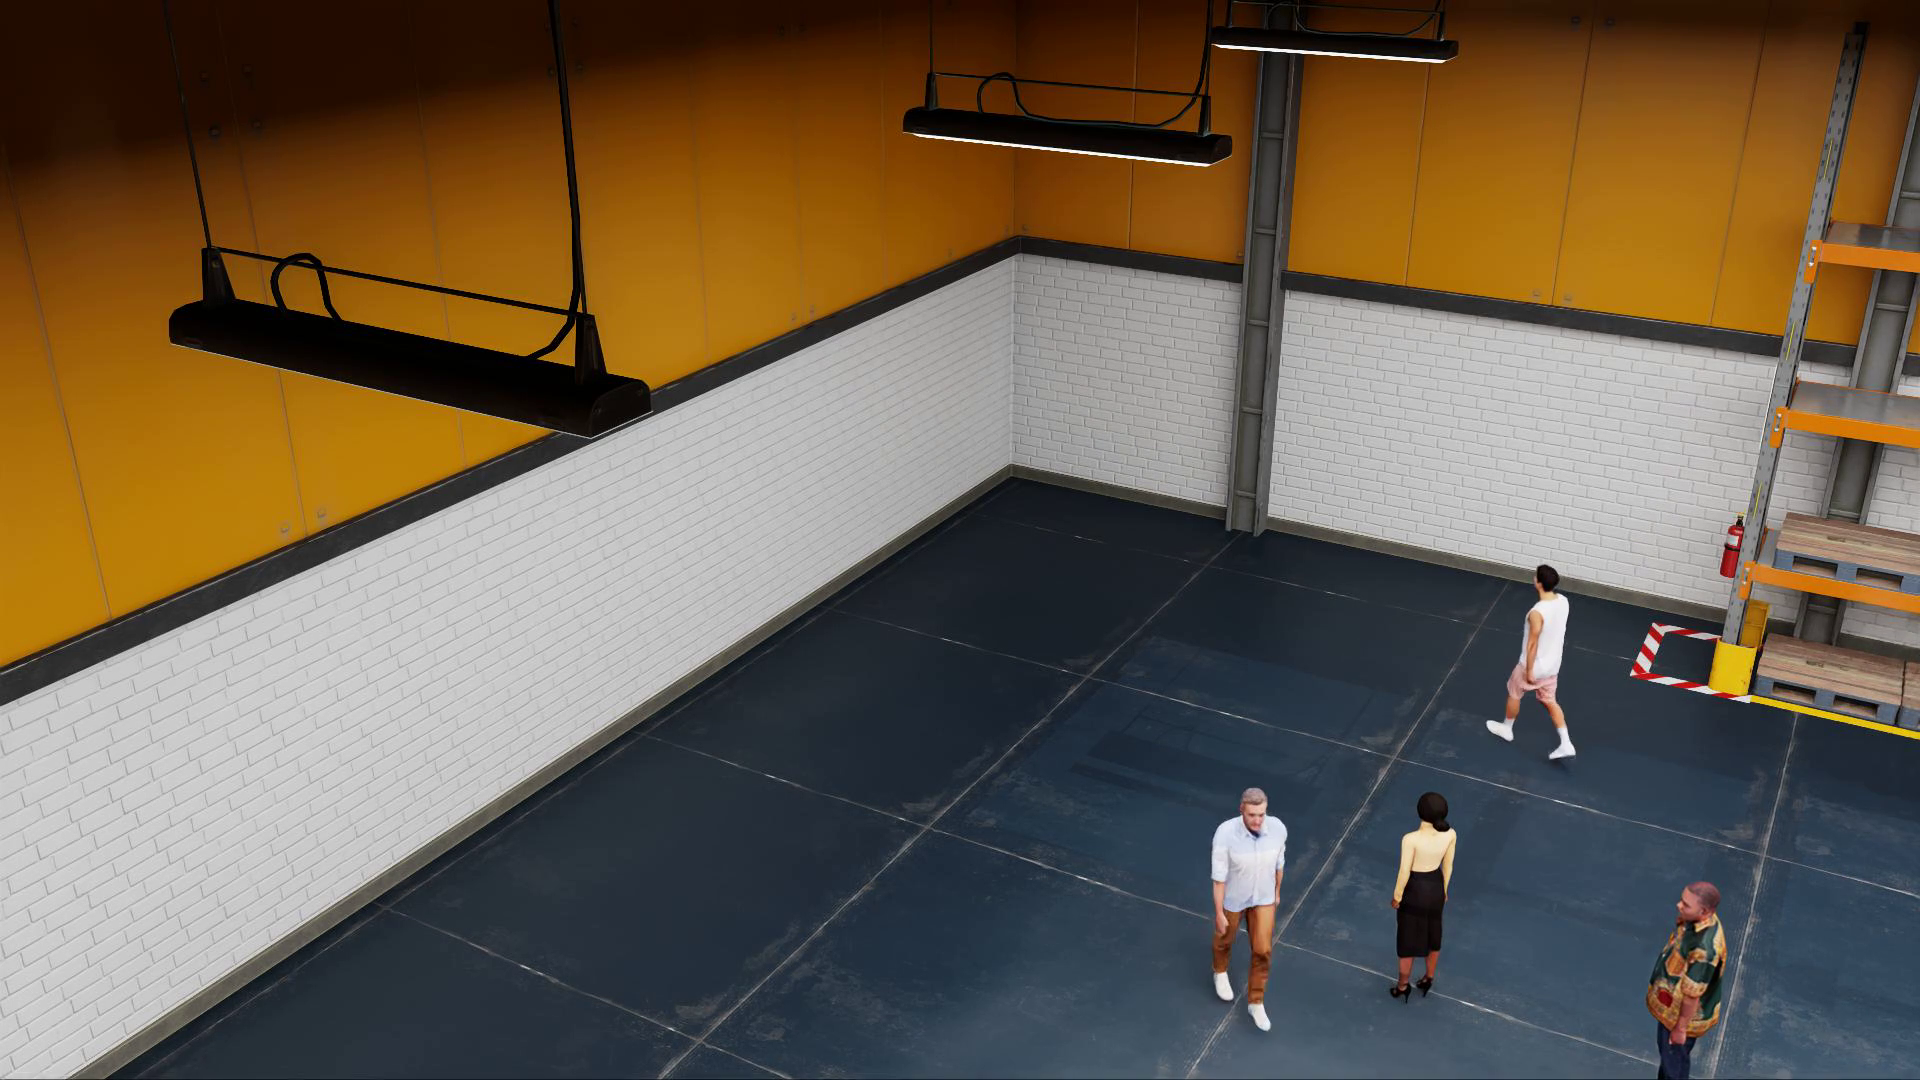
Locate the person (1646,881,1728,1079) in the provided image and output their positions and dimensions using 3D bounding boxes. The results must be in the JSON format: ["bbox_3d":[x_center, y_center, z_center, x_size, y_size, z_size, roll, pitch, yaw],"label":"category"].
[{"bbox_3d":[4.468,2.861,10.255,0.750,1.806,0.758,6,24,13],"label":"person"}]

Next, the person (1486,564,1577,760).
[{"bbox_3d":[5.086,1.085,14.375,0.997,1.760,1.219,-13,27,-27],"label":"person"}]

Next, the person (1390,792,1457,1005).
[{"bbox_3d":[3.165,2.445,11.398,0.657,1.653,0.718,-6,24,-14],"label":"person"}]

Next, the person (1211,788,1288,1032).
[{"bbox_3d":[1.924,2.385,11.361,1.020,1.792,1.061,-4,24,-9],"label":"person"}]
